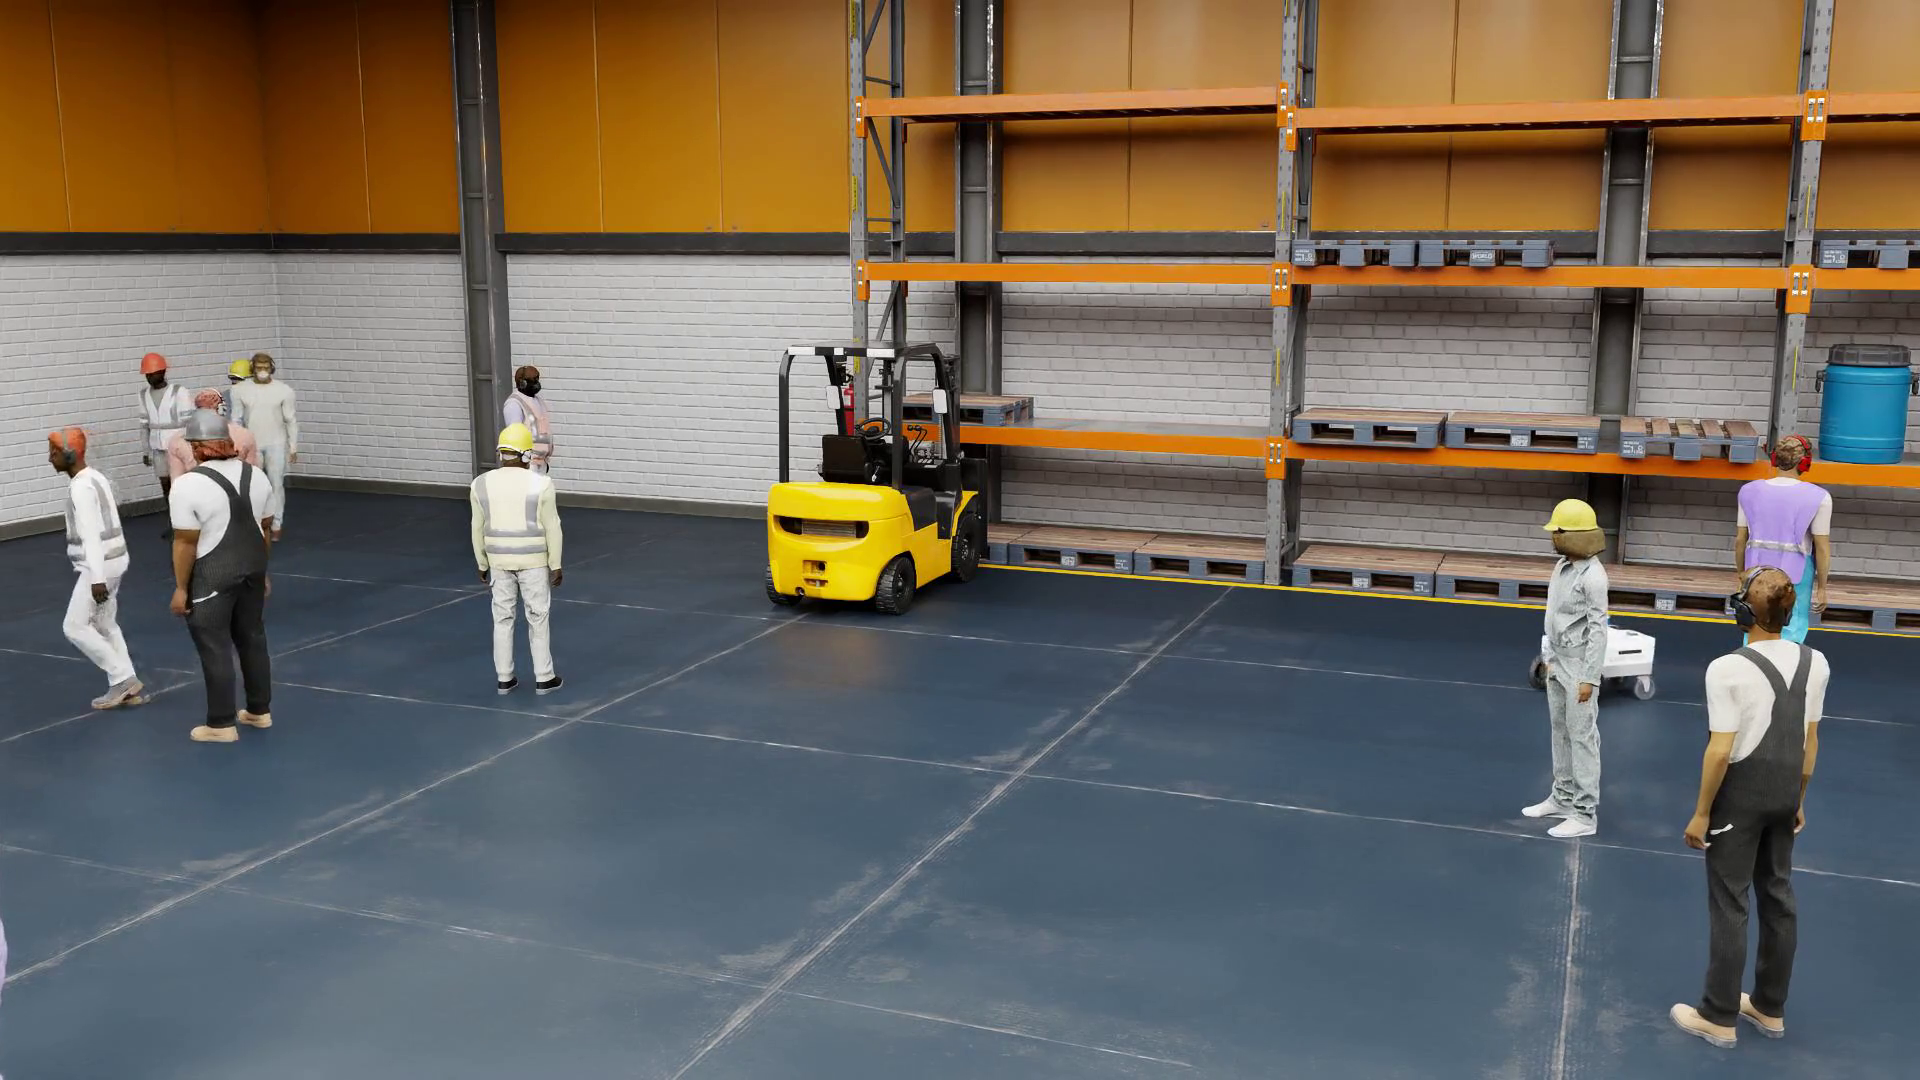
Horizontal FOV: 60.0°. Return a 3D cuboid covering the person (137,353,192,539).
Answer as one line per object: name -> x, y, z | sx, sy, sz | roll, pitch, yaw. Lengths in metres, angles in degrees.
person -> -8.081, -0.953, 16.966 | 0.581, 1.916, 0.472 | 1, 10, 7

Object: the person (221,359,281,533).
person -> -7.343, -0.942, 17.149 | 0.587, 1.833, 0.404 | 2, 10, 13

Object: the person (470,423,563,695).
person -> -2.954, 0.132, 11.168 | 0.600, 1.829, 0.404 | 1, 10, 4

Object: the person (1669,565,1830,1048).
person -> 2.980, 1.002, 6.282 | 0.506, 1.846, 0.346 | -3, 11, -17

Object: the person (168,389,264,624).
person -> -5.789, -0.229, 12.989 | 0.642, 1.902, 0.399 | -4, 11, -21

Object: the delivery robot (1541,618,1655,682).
delivery robot -> 4.245, 0.743, 11.060 | 0.707, 0.478, 0.477 | -3, 11, -15

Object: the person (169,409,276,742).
person -> -4.567, 0.200, 10.208 | 0.536, 2.000, 0.700 | 5, 11, 25

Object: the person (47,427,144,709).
person -> -5.559, 0.196, 10.711 | 0.465, 1.861, 0.610 | -4, 11, -22

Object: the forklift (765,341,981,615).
forklift -> -0.739, -0.602, 14.246 | 1.214, 2.155, 2.313 | 4, 11, 21

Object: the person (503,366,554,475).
person -> -4.169, -0.774, 16.188 | 0.429, 1.844, 0.625 | 2, 10, 9

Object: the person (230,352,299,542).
person -> -7.059, -0.952, 16.929 | 0.652, 1.928, 0.513 | -3, 11, -15

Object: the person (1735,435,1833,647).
person -> 5.122, 0.263, 10.399 | 0.390, 1.846, 0.565 | -9, 14, -43

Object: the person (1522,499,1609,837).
person -> 3.123, 0.651, 8.527 | 0.319, 1.740, 0.492 | -1, 10, -3
